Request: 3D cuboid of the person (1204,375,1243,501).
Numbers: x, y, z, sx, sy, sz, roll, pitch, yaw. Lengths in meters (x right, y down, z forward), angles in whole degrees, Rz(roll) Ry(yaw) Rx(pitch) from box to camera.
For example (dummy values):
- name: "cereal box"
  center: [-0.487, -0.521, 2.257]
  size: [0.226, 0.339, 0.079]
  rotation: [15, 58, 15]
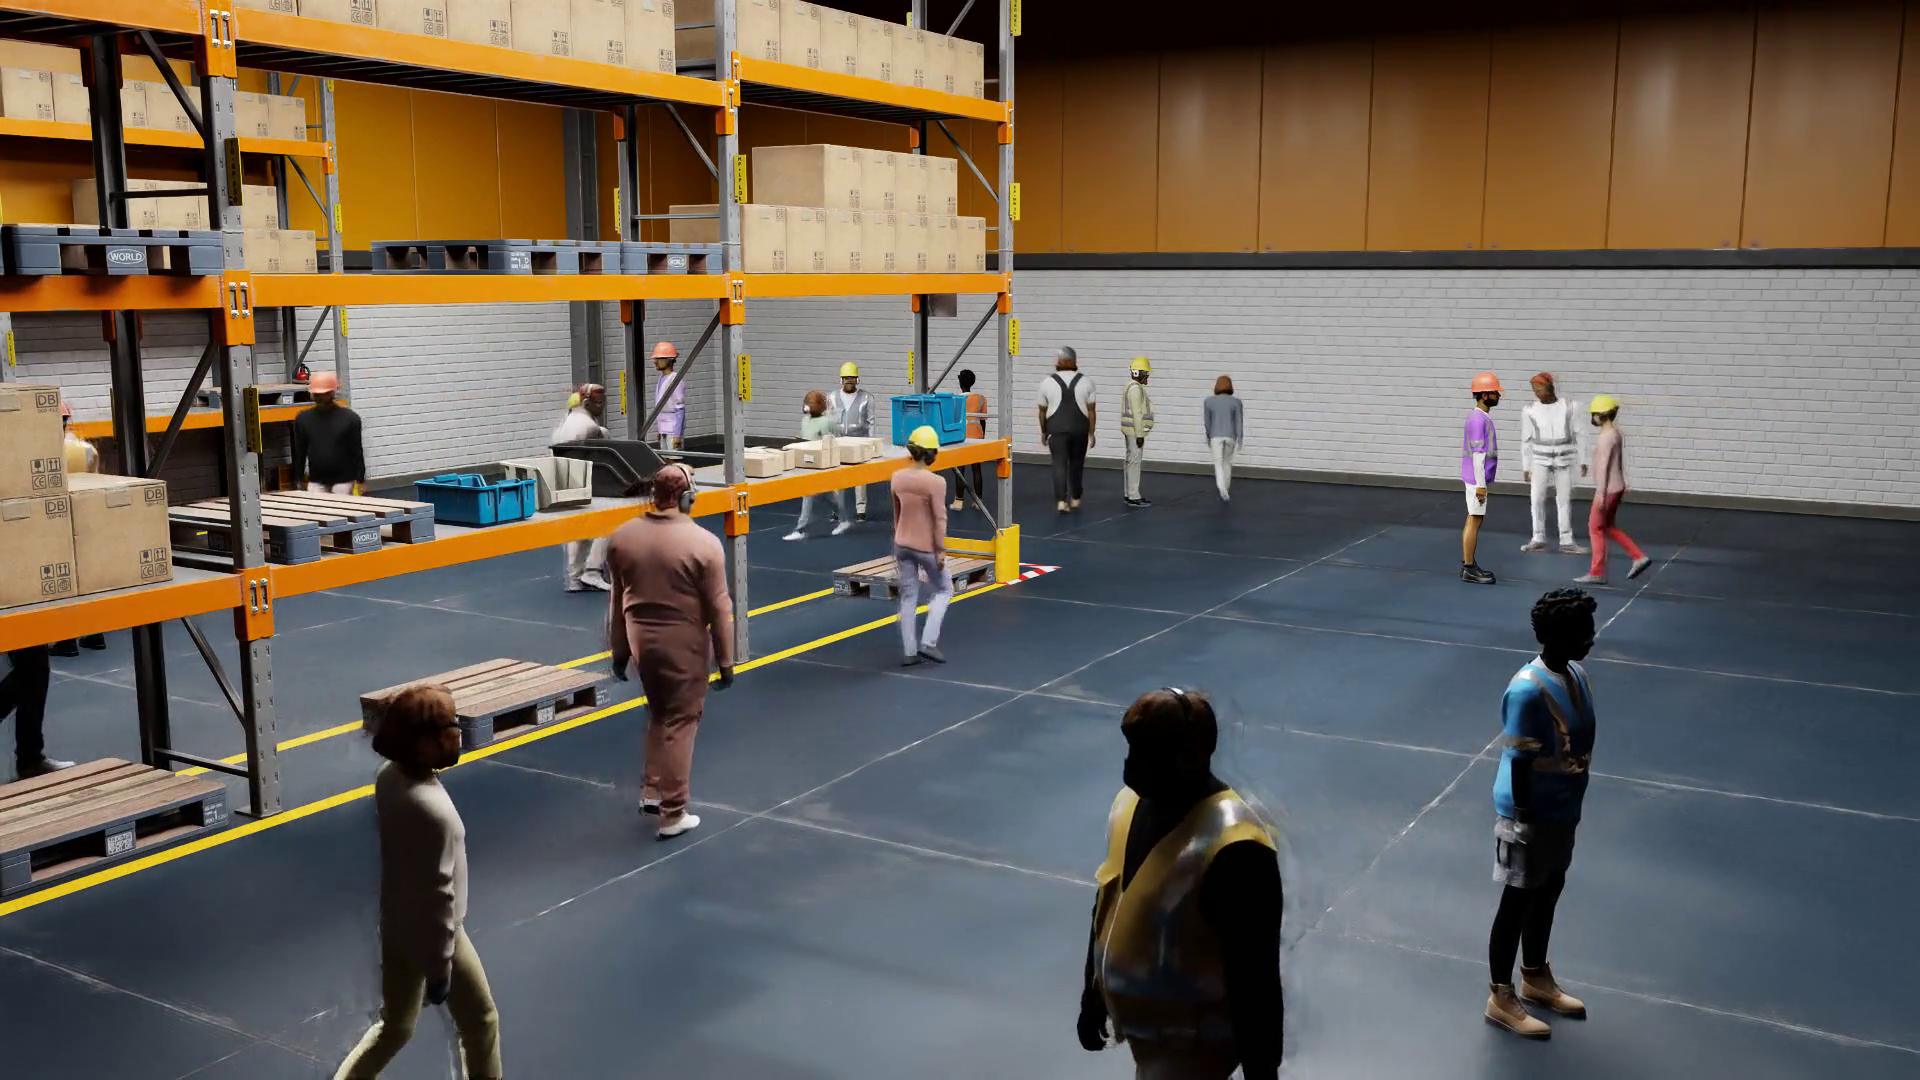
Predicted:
- name: "person"
  center: [3.301, -1.266, 20.771]
  size: [0.482, 1.578, 0.783]
  rotation: [0, 9, 2]

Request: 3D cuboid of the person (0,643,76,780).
- name: "person"
  center: [-5.291, 0.413, 9.276]
  size: [0.618, 1.900, 0.483]
  rotation: [7, 11, 35]

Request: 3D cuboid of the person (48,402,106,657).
- name: "person"
  center: [-6.669, -0.096, 12.373]
  size: [0.374, 1.928, 0.543]
  rotation: [4, 10, 26]

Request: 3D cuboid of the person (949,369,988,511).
- name: "person"
  center: [0.078, -1.196, 19.956]
  size: [0.536, 1.697, 0.318]
  rotation: [-4, 10, -24]

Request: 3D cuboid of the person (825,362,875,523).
- name: "person"
  center: [-1.264, -1.107, 18.966]
  size: [0.591, 1.837, 0.403]
  rotation: [1, 9, 5]

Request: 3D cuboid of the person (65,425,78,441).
- name: "person"
  center: [-7.076, -0.167, 12.979]
  size: [0.484, 1.878, 0.639]
  rotation: [-3, 10, -19]

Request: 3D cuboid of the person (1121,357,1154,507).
- name: "person"
  center: [2.172, -1.326, 20.368]
  size: [0.404, 1.826, 0.587]
  rotation: [0, 9, -1]

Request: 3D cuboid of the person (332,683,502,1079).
- name: "person"
  center: [-1.689, 1.224, 5.123]
  size: [0.789, 1.604, 0.498]
  rotation: [-8, 12, -40]

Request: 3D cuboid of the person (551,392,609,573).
- name: "person"
  center: [-3.521, -0.507, 15.485]
  size: [0.559, 1.737, 0.711]
  rotation: [-2, 9, -13]

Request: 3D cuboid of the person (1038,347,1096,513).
- name: "person"
  center: [1.280, -1.358, 19.899]
  size: [0.686, 2.000, 1.059]
  rotation: [0, 9, 3]

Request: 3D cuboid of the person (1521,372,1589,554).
- name: "person"
  center: [6.054, -0.767, 16.823]
  size: [0.738, 1.863, 0.350]
  rotation: [3, 10, 19]

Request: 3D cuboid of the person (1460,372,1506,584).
- name: "person"
  center: [4.793, -0.571, 15.291]
  size: [0.354, 1.942, 0.545]
  rotation: [3, 9, 16]

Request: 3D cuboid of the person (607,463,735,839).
- name: "person"
  center: [-1.436, 0.554, 8.423]
  size: [0.669, 1.887, 0.522]
  rotation: [4, 10, 22]

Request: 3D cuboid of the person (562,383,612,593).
- name: "person"
  center: [-3.274, -0.455, 14.768]
  size: [0.525, 1.872, 0.670]
  rotation: [-5, 10, -30]

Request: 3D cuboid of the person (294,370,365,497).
- name: "person"
  center: [-5.728, -0.561, 15.132]
  size: [0.650, 1.974, 0.504]
  rotation: [0, 9, -3]

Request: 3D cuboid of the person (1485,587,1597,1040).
- name: "person"
  center: [2.187, 1.004, 6.242]
  size: [0.321, 1.694, 0.535]
  rotation: [9, 12, 43]

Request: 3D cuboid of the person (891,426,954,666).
- name: "person"
  center: [-0.277, 0.052, 12.014]
  size: [0.525, 1.754, 0.379]
  rotation: [7, 11, 36]

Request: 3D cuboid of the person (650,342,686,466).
- name: "person"
  center: [-3.413, -1.292, 19.477]
  size: [0.388, 2.045, 0.605]
  rotation: [-5, 10, -28]

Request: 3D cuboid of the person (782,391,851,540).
- name: "person"
  center: [-1.525, -0.813, 17.893]
  size: [0.871, 1.593, 0.510]
  rotation: [-6, 11, -32]

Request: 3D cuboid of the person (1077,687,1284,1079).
- name: "person"
  center: [0.456, 1.265, 4.261]
  size: [0.952, 1.797, 0.656]
  rotation: [-3, 10, -20]

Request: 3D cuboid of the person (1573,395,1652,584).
- name: "person"
  center: [5.960, -0.450, 15.151]
  size: [0.571, 1.743, 0.556]
  rotation: [6, 11, 33]
